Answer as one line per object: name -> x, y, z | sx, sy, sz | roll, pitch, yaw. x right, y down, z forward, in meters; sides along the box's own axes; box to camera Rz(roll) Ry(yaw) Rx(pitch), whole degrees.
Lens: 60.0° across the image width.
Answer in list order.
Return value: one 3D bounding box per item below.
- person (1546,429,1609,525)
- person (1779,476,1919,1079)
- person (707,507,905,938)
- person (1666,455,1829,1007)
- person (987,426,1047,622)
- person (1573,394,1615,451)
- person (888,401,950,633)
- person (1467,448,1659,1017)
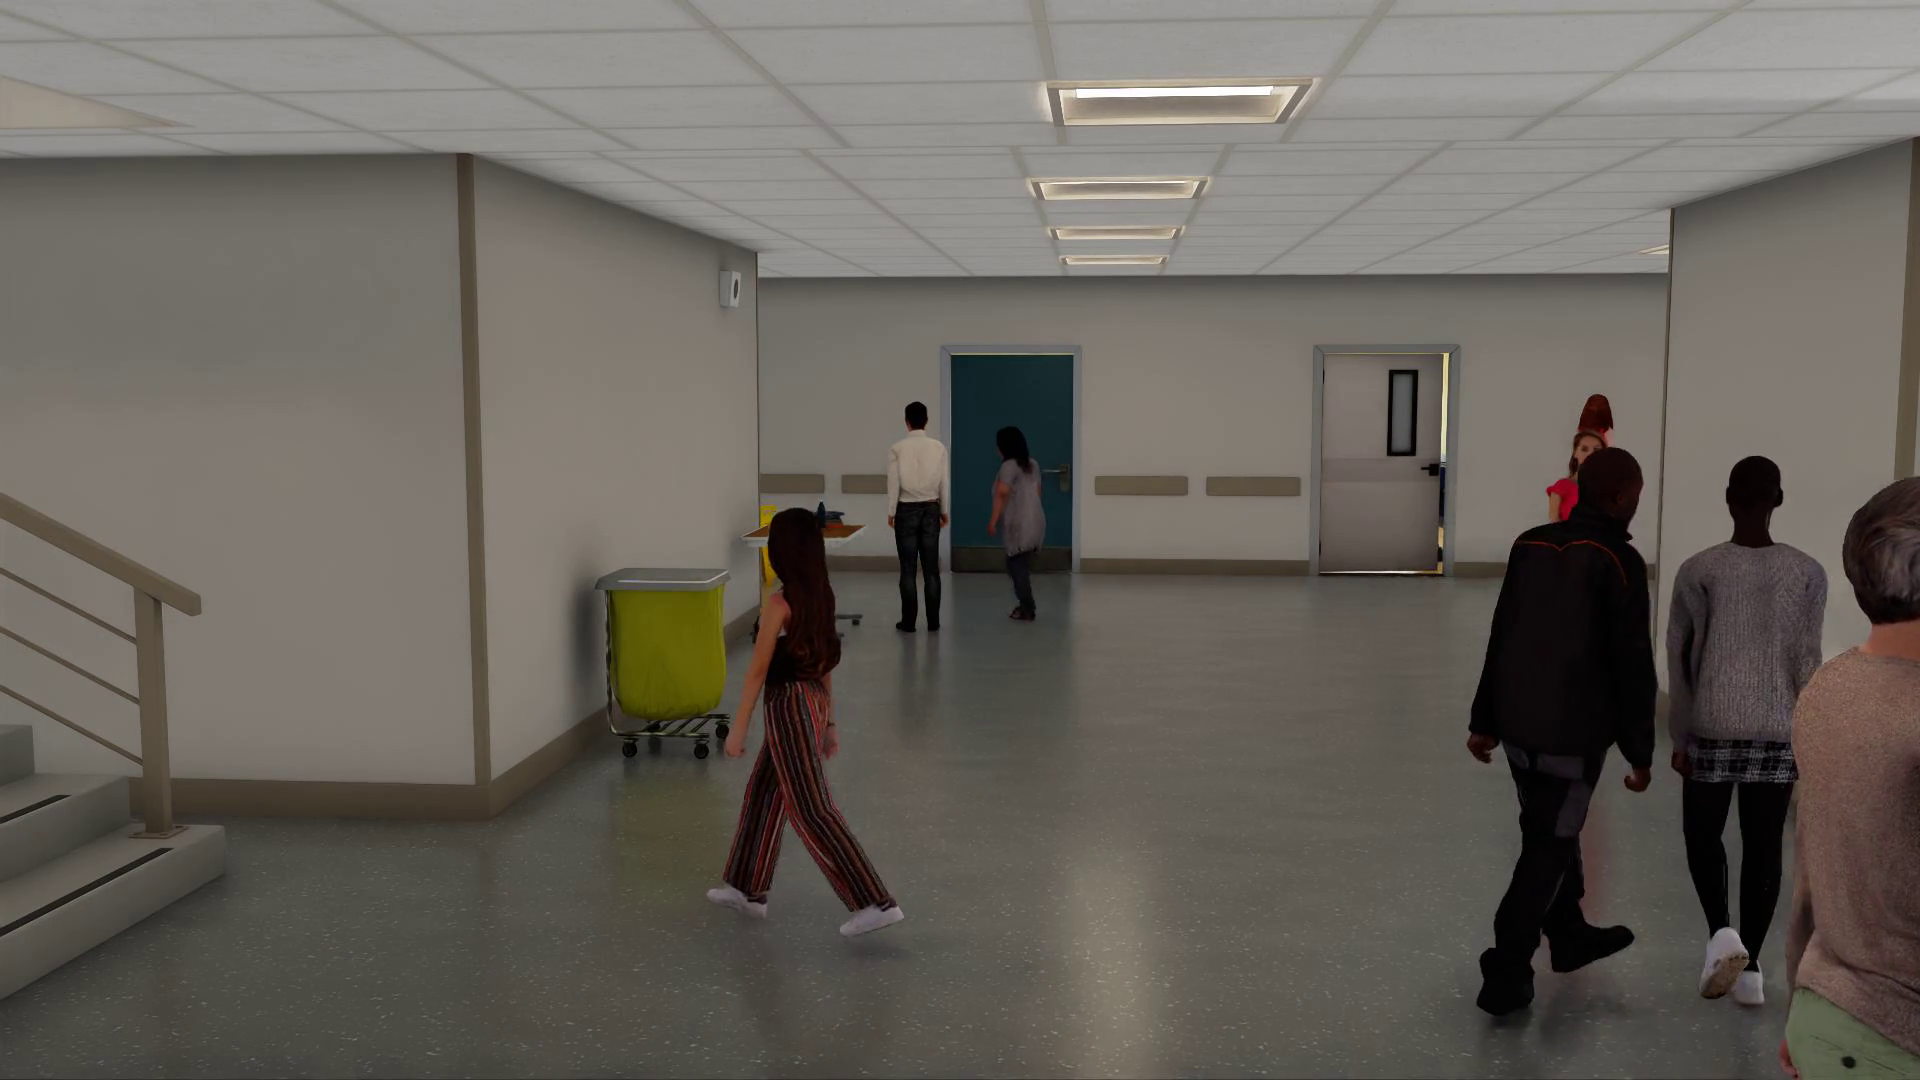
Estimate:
person -> 3.536, 0.223, 9.512 | 0.776, 1.707, 0.690 | 1, 6, 14
person -> 1.385, 0.844, 2.611 | 1.245, 1.853, 0.692 | 1, 6, 8
person -> -0.521, 0.676, 5.915 | 1.143, 1.525, 0.792 | 3, 6, 24
person -> 2.480, 0.628, 5.226 | 0.830, 1.760, 0.787 | 2, 6, 18
person -> 0.553, -0.128, 13.605 | 0.818, 1.586, 0.777 | 4, 7, 32
person -> 6.049, -0.479, 15.894 | 0.724, 1.826, 0.677 | -4, 7, -37
person -> -0.331, -0.188, 13.097 | 0.621, 1.808, 0.784 | -1, 6, -14
person -> 1.815, 0.616, 5.212 | 1.205, 1.786, 1.111 | -5, 7, -38
